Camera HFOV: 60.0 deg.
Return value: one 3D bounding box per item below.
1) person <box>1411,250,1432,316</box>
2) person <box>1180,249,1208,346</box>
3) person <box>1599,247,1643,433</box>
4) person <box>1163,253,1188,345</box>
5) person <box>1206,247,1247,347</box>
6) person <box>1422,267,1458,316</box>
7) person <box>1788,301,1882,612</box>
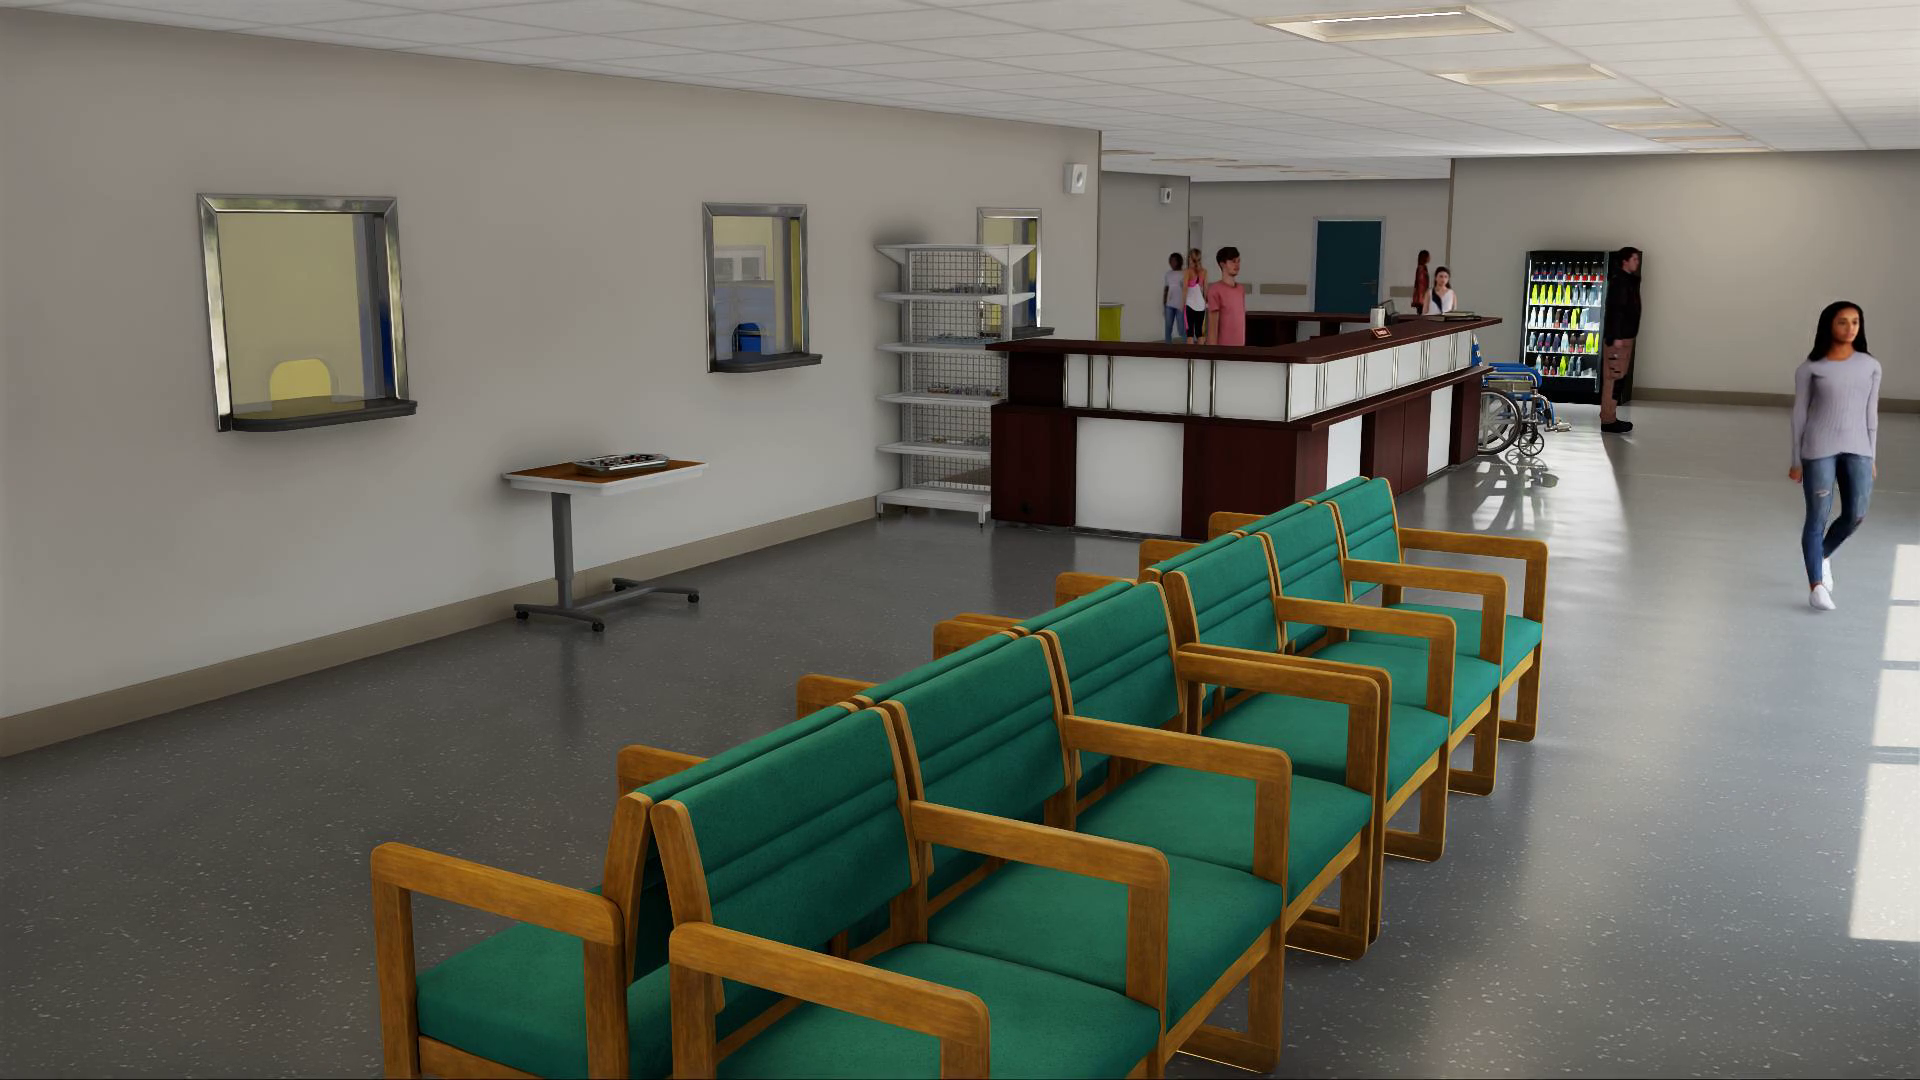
[{"bbox_3d":[8.177,-4.325,29.787,0.819,1.687,0.650,5,12,25],"label":"person"},{"bbox_3d":[3.564,-3.521,25.281,0.690,1.788,0.700,-6,12,-27],"label":"person"},{"bbox_3d":[6.943,-2.114,17.496,0.595,1.925,0.697,5,12,26],"label":"person"},{"bbox_3d":[3.399,-3.584,25.886,1.029,1.685,0.672,5,12,26],"label":"person"},{"bbox_3d":[2.377,-1.641,14.914,0.694,1.958,0.632,-10,15,-43],"label":"person"},{"bbox_3d":[5.830,-2.492,20.368,1.106,1.596,1.034,-1,11,-3],"label":"person"},{"bbox_3d":[4.913,-0.482,9.420,0.786,1.729,0.825,2,11,8],"label":"person"}]
